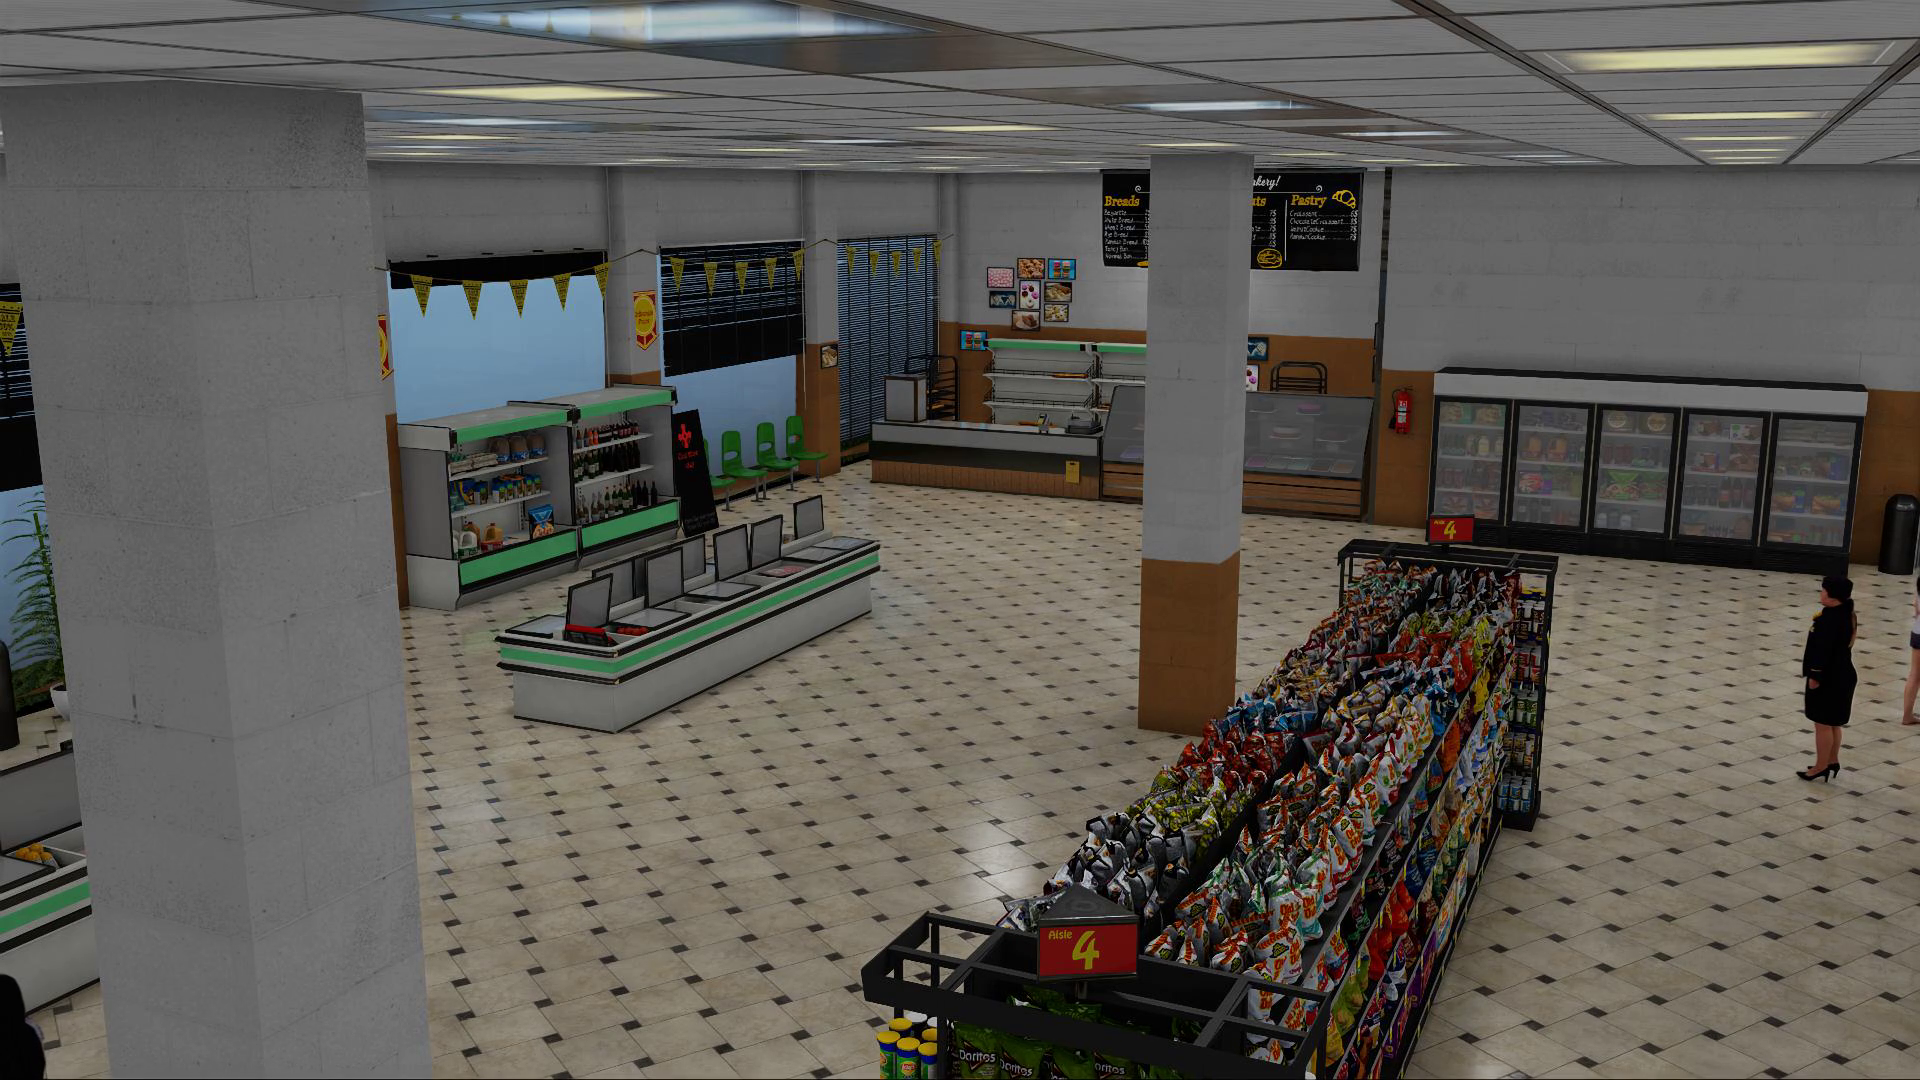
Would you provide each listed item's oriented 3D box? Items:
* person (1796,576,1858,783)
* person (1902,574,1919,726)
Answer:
[{"bbox_3d":[7.001,1.119,13.372,0.822,1.671,0.680,11,16,42],"label":"person"},{"bbox_3d":[8.548,0.834,14.639,0.735,1.707,0.620,-1,12,-3],"label":"person"}]
